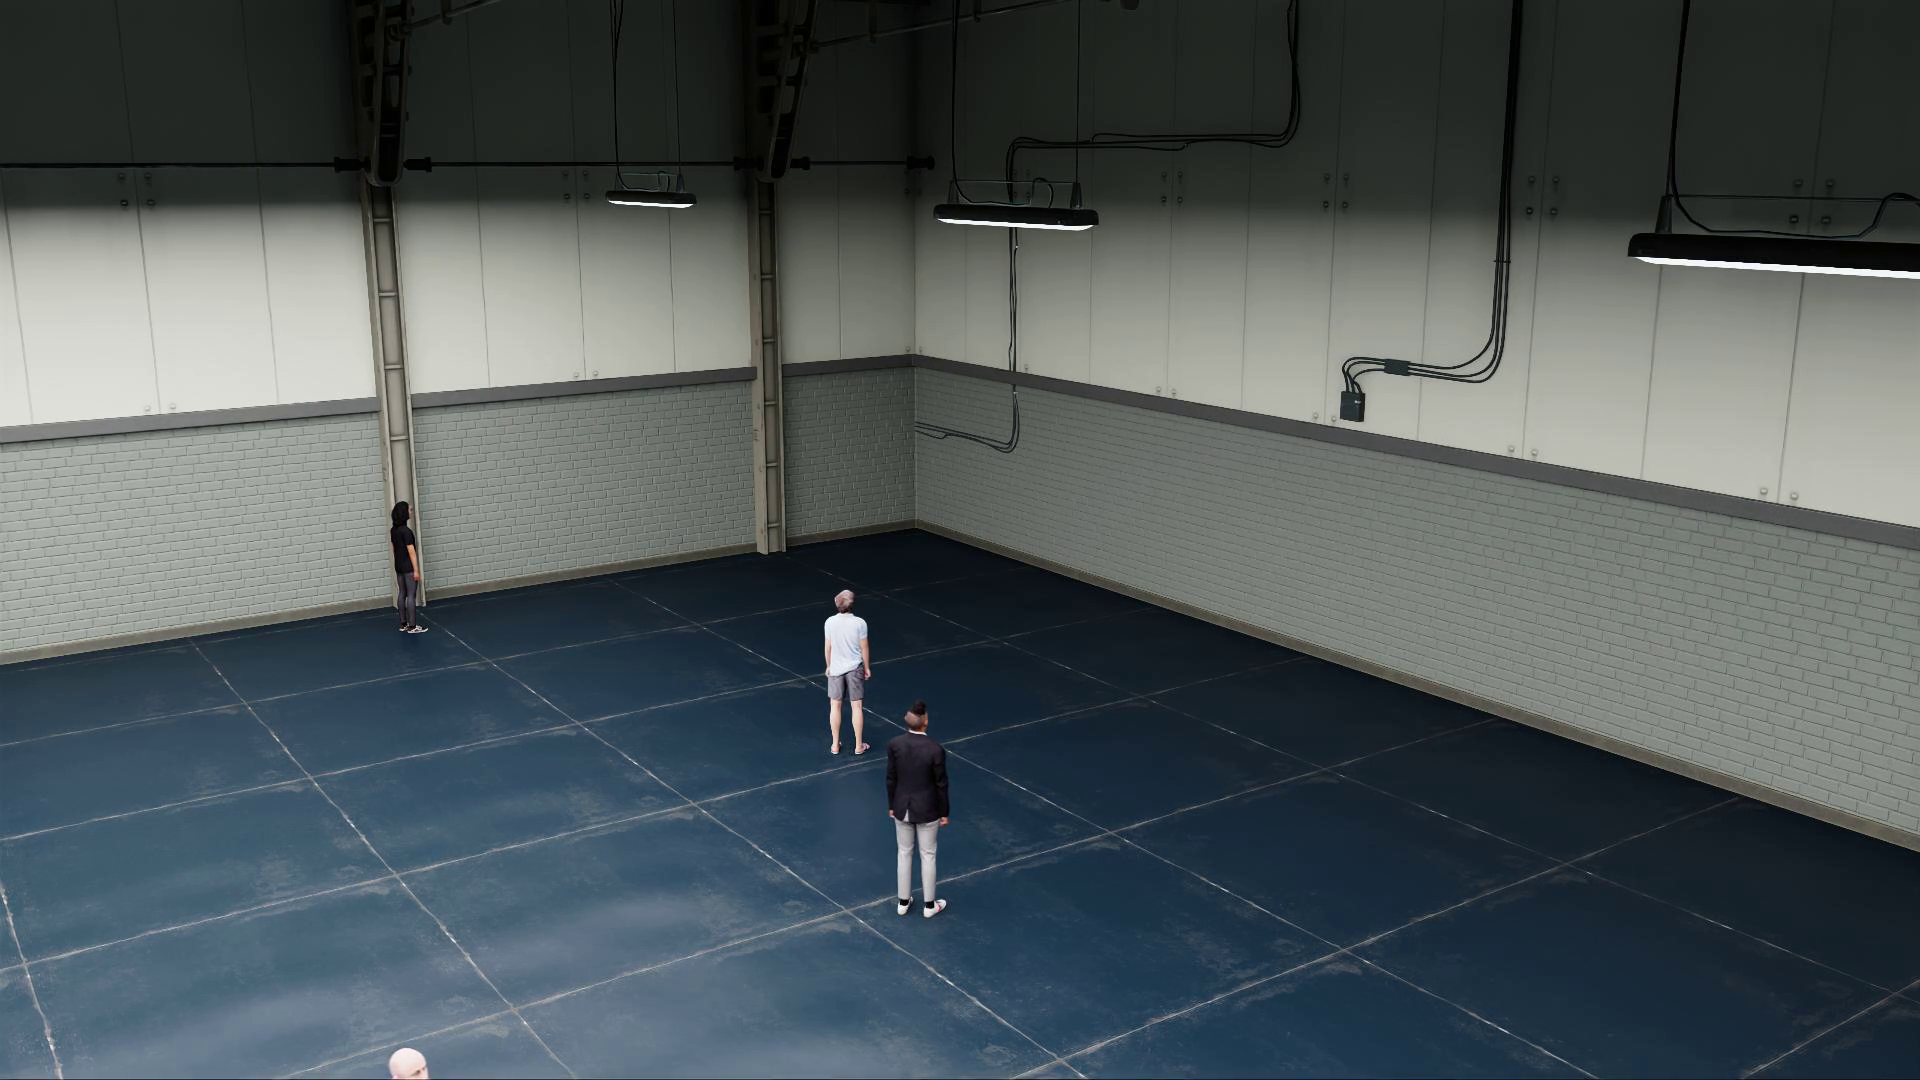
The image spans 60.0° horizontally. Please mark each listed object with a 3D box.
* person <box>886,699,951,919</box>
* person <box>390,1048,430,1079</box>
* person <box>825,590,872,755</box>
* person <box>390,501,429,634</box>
[{"bbox_3d":[-0.372,2.282,14.301,0.796,1.950,0.817,4,14,17],"label":"person"},{"bbox_3d":[-2.940,3.573,8.979,0.833,1.835,0.731,4,14,19],"label":"person"},{"bbox_3d":[-1.251,1.439,18.206,0.717,1.830,0.791,2,13,7],"label":"person"},{"bbox_3d":[-7.623,0.360,22.854,0.684,1.836,0.623,11,17,39],"label":"person"}]
